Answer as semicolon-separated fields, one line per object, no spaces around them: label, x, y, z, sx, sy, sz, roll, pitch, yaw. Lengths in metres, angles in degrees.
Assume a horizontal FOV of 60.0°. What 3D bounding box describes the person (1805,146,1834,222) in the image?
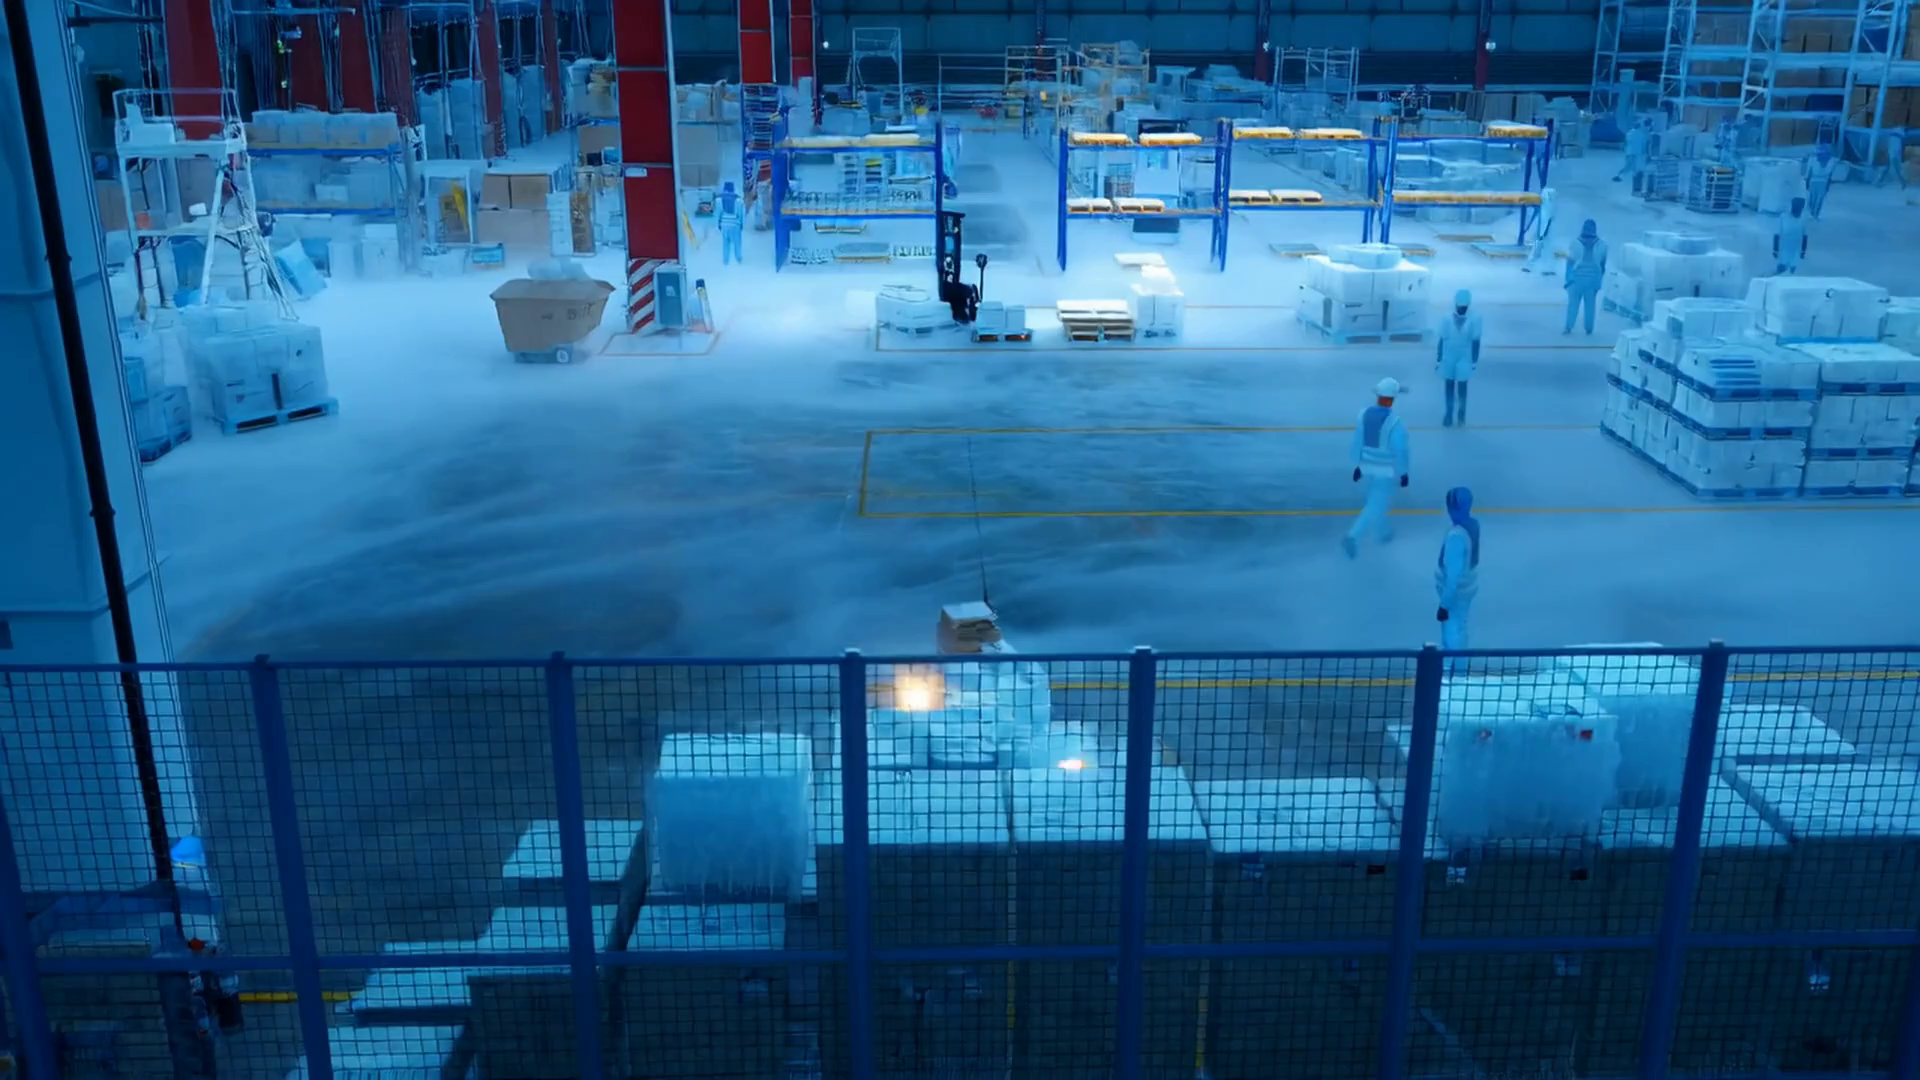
person;21.914;-9.121;42.476;0.590;1.887;0.917;7;20;20

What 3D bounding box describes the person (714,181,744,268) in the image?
person;-4.887;-6.704;35.363;0.626;1.842;0.429;0;19;0

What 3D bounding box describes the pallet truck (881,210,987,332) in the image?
pallet truck;-0.493;-4.759;29.349;1.885;1.965;0.823;-13;23;-34

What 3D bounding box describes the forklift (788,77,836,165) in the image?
forklift;-5.106;-13.900;55.106;1.873;2.768;1.129;-1;19;-1

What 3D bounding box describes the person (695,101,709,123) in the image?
person;-9.360;-15.078;60.422;0.535;1.698;0.318;-6;19;-16

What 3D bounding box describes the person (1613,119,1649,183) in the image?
person;20.162;-11.653;49.891;0.921;1.950;0.642;9;21;24

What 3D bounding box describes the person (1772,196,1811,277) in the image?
person;15.998;-5.644;32.033;0.630;1.955;0.426;2;19;6

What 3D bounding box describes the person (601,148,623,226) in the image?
person;-8.657;-8.813;41.501;0.584;1.917;0.381;1;19;4

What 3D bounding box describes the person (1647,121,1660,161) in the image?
person;20.433;-11.367;49.084;0.406;1.925;0.635;3;19;9

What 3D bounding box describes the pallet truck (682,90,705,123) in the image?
pallet truck;-9.671;-15.907;62.421;0.823;1.965;1.885;5;19;15

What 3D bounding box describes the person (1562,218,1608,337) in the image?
person;10.680;-4.501;28.518;0.673;2.000;0.535;2;19;6

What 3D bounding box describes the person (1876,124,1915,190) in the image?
person;27.493;-11.212;48.663;1.042;1.878;0.649;12;22;31

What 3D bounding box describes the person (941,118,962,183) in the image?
person;-0.280;-11.846;50.523;0.631;1.915;0.810;-5;19;-13

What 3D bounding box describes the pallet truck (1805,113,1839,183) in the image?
pallet truck;26.403;-11.957;50.702;0.823;1.965;1.885;6;19;16

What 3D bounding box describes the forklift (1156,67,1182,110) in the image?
forklift;7.674;-16.089;61.599;1.129;2.768;1.873;-9;21;-25

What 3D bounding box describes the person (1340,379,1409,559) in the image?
person;4.403;-0.761;17.631;0.940;1.913;0.606;-10;21;-28

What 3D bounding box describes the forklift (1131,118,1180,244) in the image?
forklift;4.592;-8.407;38.810;1.129;2.768;1.873;2;19;5

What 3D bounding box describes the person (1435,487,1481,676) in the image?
person;4.169;0.462;14.037;0.362;1.883;0.576;12;22;31

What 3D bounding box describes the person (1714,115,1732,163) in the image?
person;23.520;-12.140;51.364;0.385;1.930;0.540;11;21;29

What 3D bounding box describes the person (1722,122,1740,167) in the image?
person;24.295;-12.358;52.473;0.519;1.627;0.459;-1;19;-2

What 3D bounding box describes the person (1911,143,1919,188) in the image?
person;28.300;-11.226;49.005;0.577;1.675;0.547;2;19;5

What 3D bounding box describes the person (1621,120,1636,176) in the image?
person;20.993;-12.307;52.204;0.540;1.696;0.317;-11;21;-29

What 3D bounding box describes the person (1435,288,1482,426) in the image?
person;6.817;-2.505;22.794;0.551;1.918;0.410;8;20;23

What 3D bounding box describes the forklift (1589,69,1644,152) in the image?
forklift;23.763;-15.431;59.648;1.873;2.768;1.129;9;21;25

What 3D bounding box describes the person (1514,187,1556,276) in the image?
person;11.984;-6.354;34.346;0.930;1.826;0.576;-1;19;-2
